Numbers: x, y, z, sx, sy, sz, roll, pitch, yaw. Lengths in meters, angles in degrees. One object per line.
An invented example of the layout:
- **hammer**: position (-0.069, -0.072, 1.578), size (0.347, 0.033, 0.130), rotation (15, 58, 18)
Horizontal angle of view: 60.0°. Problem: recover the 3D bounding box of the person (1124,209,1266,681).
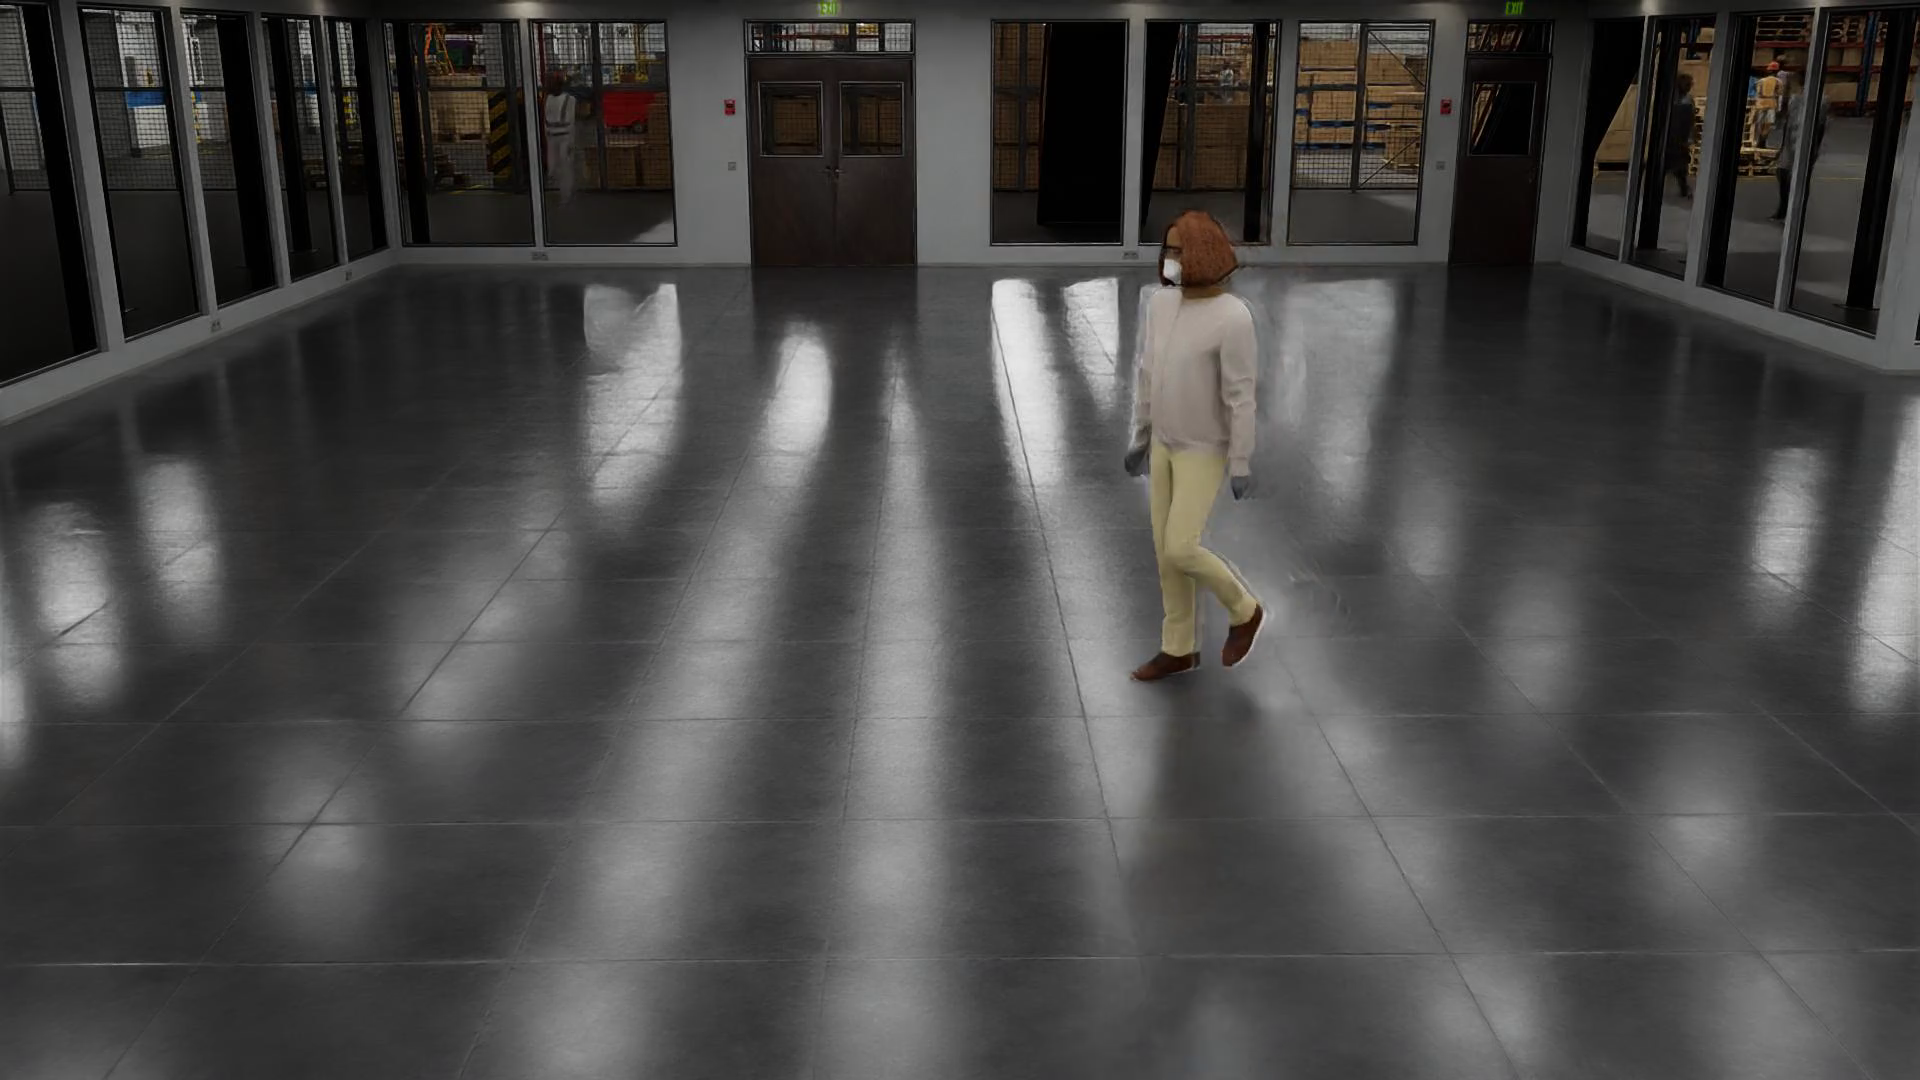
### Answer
- **person**: position (0.787, -0.297, 5.620), size (0.407, 1.621, 0.504), rotation (-8, 18, -26)
